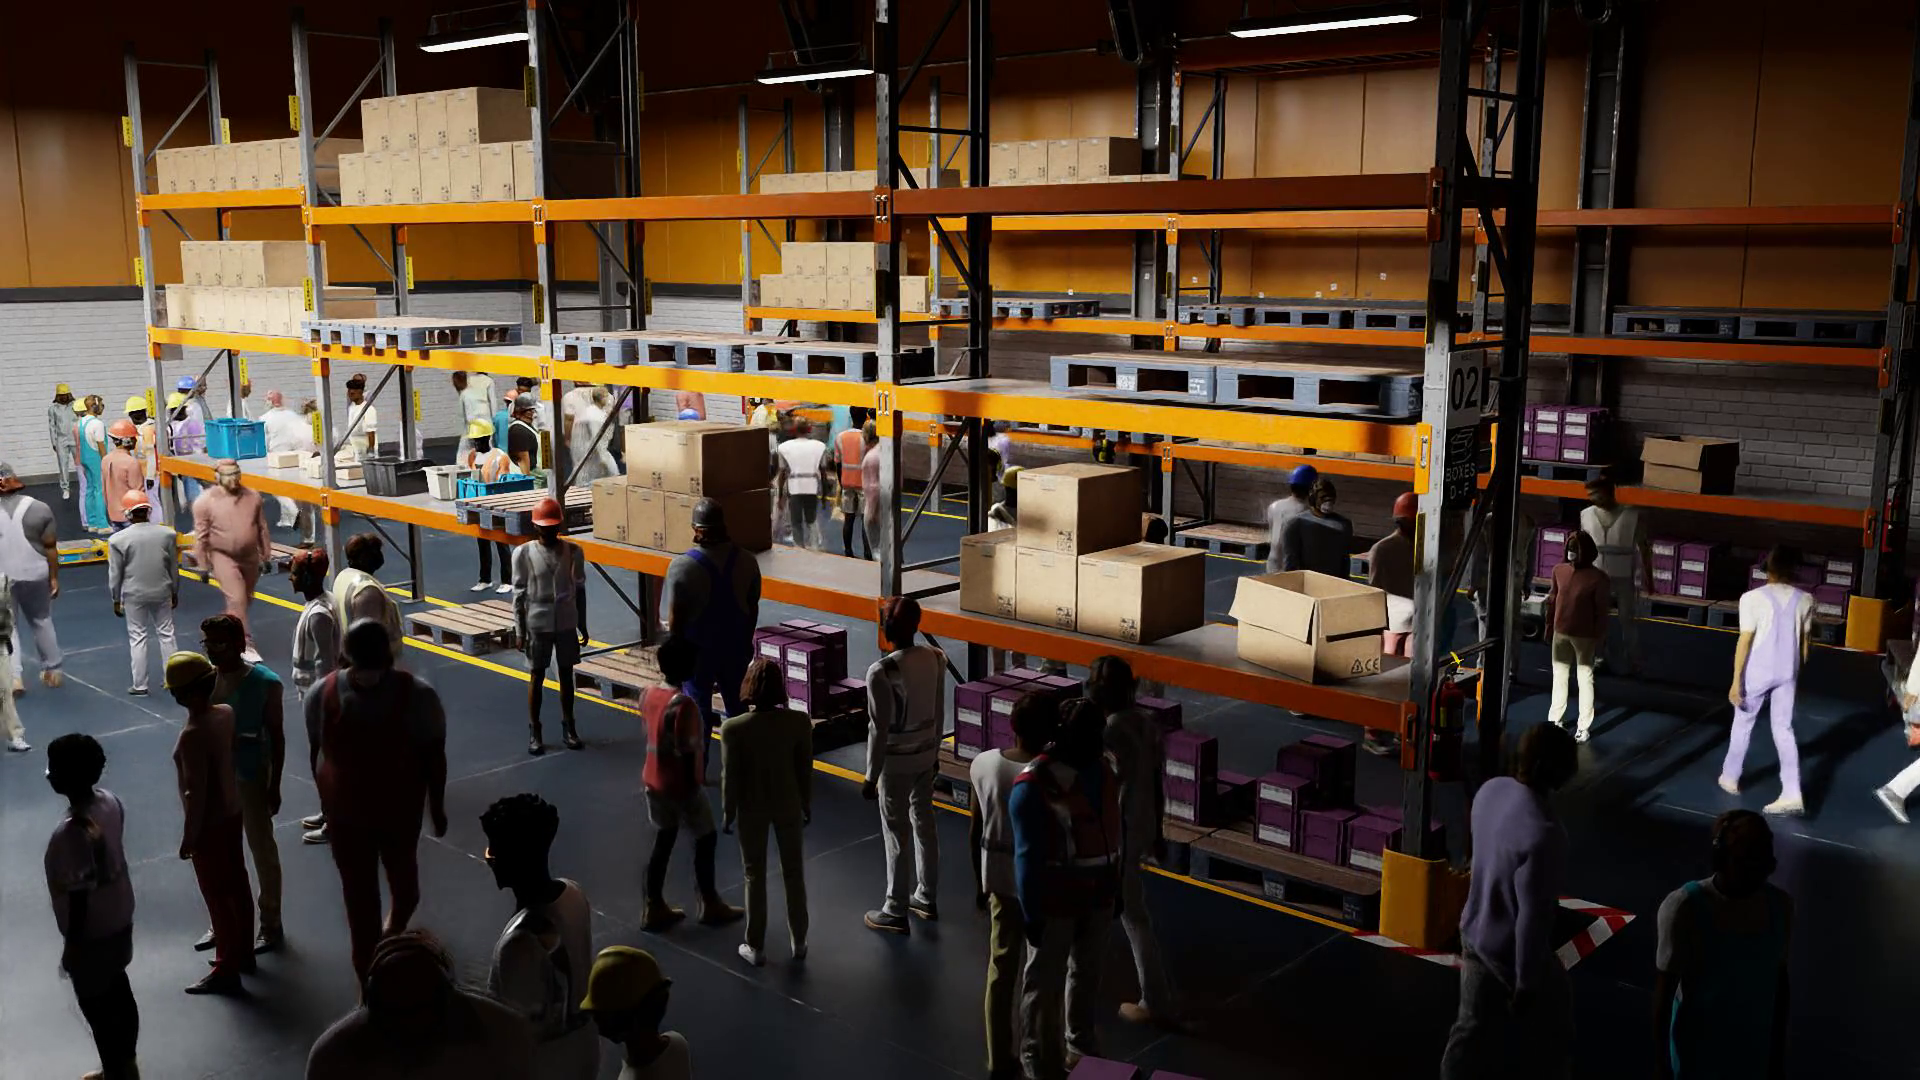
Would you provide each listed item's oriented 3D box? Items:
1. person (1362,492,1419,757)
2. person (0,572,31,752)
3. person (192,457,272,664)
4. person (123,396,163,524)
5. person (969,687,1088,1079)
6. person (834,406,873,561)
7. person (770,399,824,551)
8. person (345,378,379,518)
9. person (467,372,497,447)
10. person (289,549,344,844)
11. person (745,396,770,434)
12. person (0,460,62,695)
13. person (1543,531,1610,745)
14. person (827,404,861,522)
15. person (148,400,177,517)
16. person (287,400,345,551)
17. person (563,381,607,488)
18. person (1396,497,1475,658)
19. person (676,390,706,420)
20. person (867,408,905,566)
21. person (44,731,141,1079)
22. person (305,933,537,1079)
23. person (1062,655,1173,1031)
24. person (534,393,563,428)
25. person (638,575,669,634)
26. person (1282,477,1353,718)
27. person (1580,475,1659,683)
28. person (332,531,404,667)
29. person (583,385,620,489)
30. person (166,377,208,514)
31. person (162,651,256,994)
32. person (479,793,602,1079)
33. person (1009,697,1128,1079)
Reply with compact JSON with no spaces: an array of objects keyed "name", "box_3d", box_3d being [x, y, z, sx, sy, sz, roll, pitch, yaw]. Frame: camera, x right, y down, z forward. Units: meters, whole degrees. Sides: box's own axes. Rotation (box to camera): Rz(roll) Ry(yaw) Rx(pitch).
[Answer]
[{"name":"person","box_3d":[3.287,0.620,12.356,0.617,1.984,0.410,-5,11,-27]},{"name":"person","box_3d":[-7.356,0.791,12.489,0.883,1.588,0.528,8,13,38]},{"name":"person","box_3d":[-6.686,0.155,15.289,0.897,1.873,0.649,8,13,39]},{"name":"person","box_3d":[-10.195,-0.847,20.844,0.399,1.913,0.594,-7,12,-34]},{"name":"person","box_3d":[0.296,1.566,7.388,0.570,1.843,0.372,6,12,31]},{"name":"person","box_3d":[-1.187,-0.655,19.605,0.606,1.966,0.367,5,11,28]},{"name":"person","box_3d":[-2.136,-0.807,20.560,1.014,1.943,0.609,1,10,6]},{"name":"person","box_3d":[-8.319,-1.278,23.172,0.401,1.954,0.607,-10,14,-43]},{"name":"person","box_3d":[-8.024,-2.099,27.908,0.597,1.916,0.371,4,11,23]},{"name":"person","box_3d":[-4.064,0.984,10.574,0.355,1.883,0.573,-3,11,-19]},{"name":"person","box_3d":[-2.957,-1.384,24.374,0.355,1.739,0.573,-2,10,-12]},{"name":"person","box_3d":[-7.995,0.293,14.033,0.701,2.000,0.659,-8,13,-36]},{"name":"person","box_3d":[4.680,0.736,12.680,0.285,1.633,0.499,-8,13,-39]},{"name":"person","box_3d":[-1.493,-1.262,23.053,0.957,1.963,0.719,-8,13,-39]},{"name":"person","box_3d":[-11.101,-1.140,23.167,0.535,1.679,0.372,-7,12,-33]},{"name":"person","box_3d":[-7.953,-0.779,20.536,0.738,1.899,0.378,1,10,6]},{"name":"person","box_3d":[-5.553,-1.544,24.418,0.684,2.000,0.535,-10,14,-44]},{"name":"person","box_3d":[4.003,0.351,14.142,0.630,1.885,0.625,5,11,24]},{"name":"person","box_3d":[-4.122,-1.707,25.719,0.400,1.910,0.643,3,10,15]},{"name":"person","box_3d":[-0.881,-0.611,19.430,0.413,1.949,0.606,3,10,15]},{"name":"person","box_3d":[-3.784,1.664,7.259,0.318,1.697,0.538,-2,10,-10]},{"name":"person","box_3d":[-1.534,2.016,4.810,0.664,1.851,0.893,-1,10,-5]},{"name":"person","box_3d":[0.697,1.451,8.167,0.935,1.794,0.519,7,12,33]},{"name":"person","box_3d":[-7.003,-1.989,28.102,0.531,1.620,0.591,-9,13,-41]},{"name":"person","box_3d":[-3.000,-0.026,16.229,0.410,1.908,0.598,-6,12,-32]},{"name":"person","box_3d":[2.879,0.457,13.396,0.631,1.940,0.372,-4,11,-21]},{"name":"person","box_3d":[5.738,0.343,14.436,0.755,1.806,0.402,8,13,40]},{"name":"person","box_3d":[-4.038,0.856,11.414,0.429,1.846,0.621,-7,12,-36]},{"name":"person","box_3d":[-4.786,-1.116,22.336,0.716,1.916,0.630,0,10,1]},{"name":"person","box_3d":[-10.874,-1.325,23.462,0.602,1.941,0.402,4,11,19]},{"name":"person","box_3d":[-3.829,1.422,8.457,0.328,1.759,0.524,0,10,-2]},{"name":"person","box_3d":[-1.424,1.813,5.692,0.376,1.958,0.599,0,10,2]},{"name":"person","box_3d":[0.503,1.581,7.358,0.620,1.833,0.430,-9,13,-40]}]
